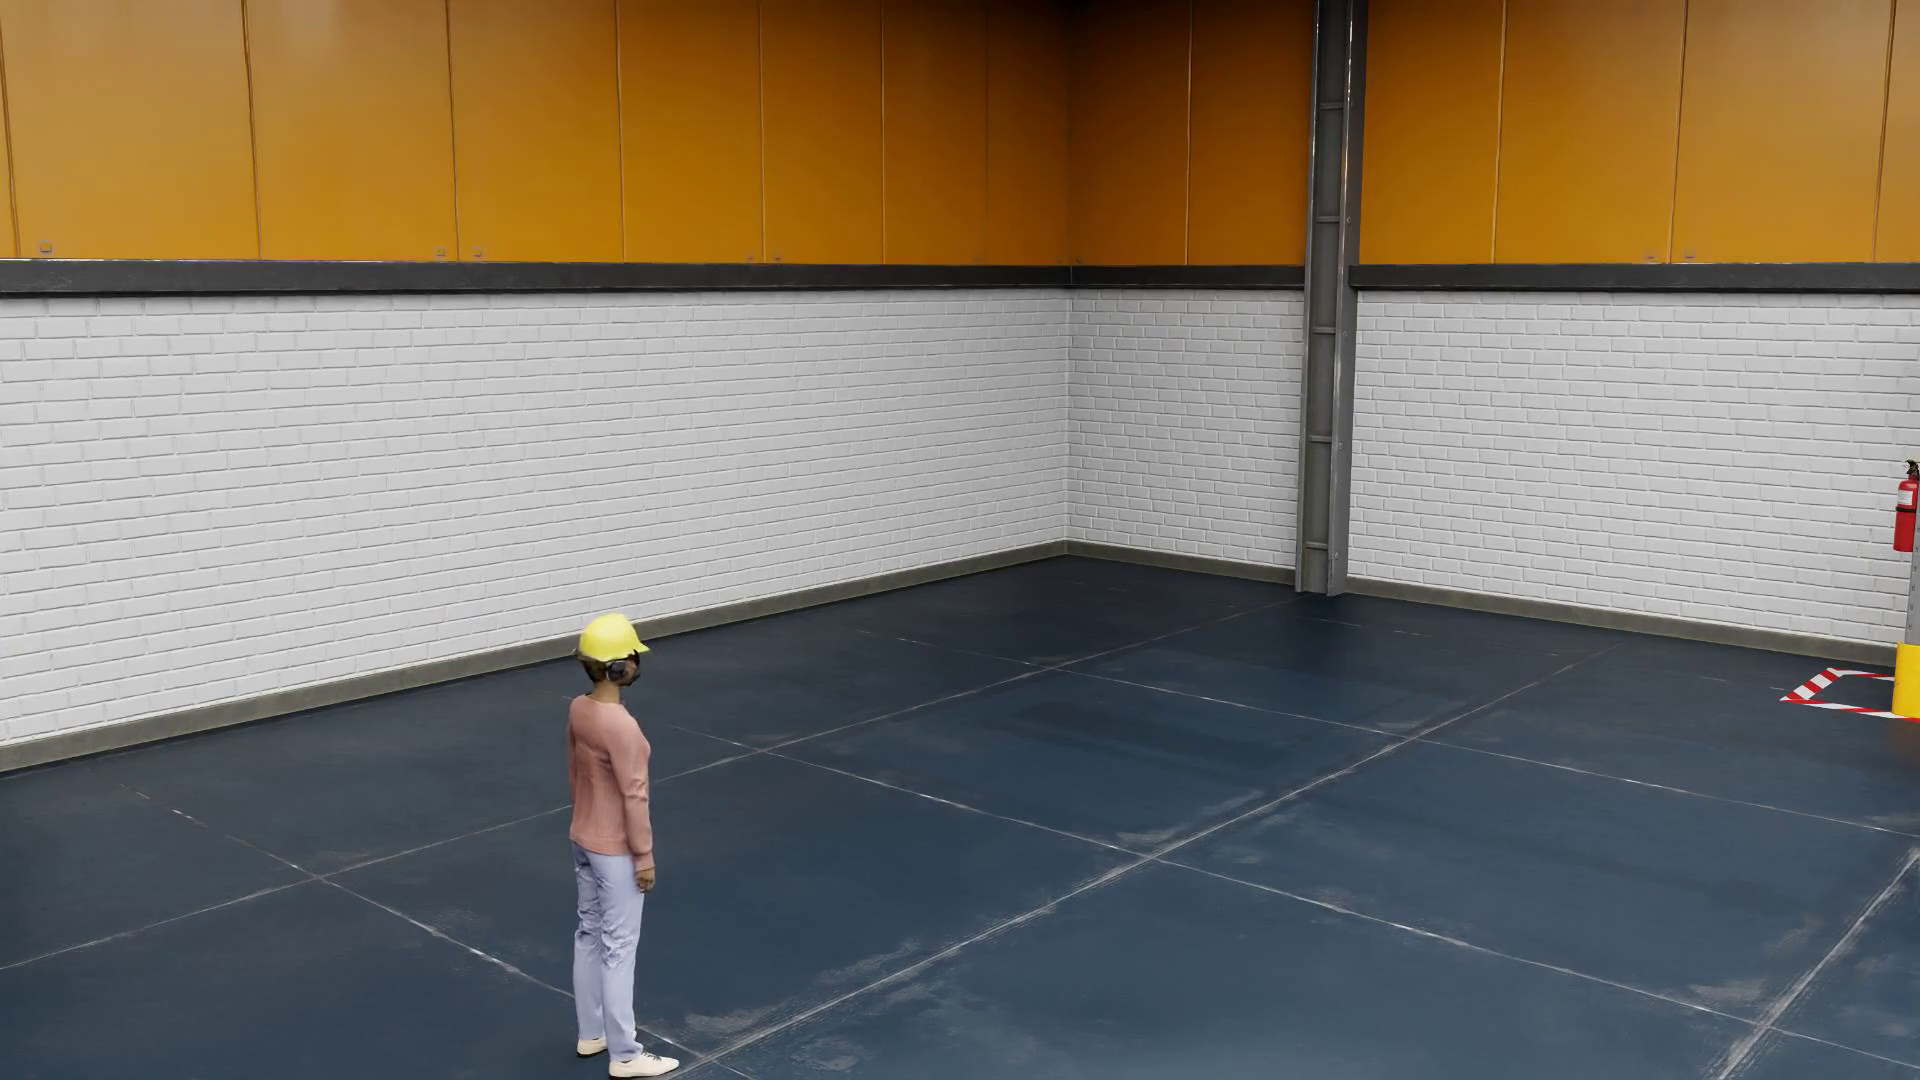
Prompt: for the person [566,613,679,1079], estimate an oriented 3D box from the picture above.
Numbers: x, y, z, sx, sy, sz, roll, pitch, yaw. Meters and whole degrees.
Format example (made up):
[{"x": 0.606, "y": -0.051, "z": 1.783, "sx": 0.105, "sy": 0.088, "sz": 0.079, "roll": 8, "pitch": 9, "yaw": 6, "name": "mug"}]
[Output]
[{"x": -1.311, "y": 1.153, "z": 6.326, "sx": 0.318, "sy": 1.771, "sz": 0.523, "roll": -7, "pitch": 11, "yaw": -36, "name": "person"}]
